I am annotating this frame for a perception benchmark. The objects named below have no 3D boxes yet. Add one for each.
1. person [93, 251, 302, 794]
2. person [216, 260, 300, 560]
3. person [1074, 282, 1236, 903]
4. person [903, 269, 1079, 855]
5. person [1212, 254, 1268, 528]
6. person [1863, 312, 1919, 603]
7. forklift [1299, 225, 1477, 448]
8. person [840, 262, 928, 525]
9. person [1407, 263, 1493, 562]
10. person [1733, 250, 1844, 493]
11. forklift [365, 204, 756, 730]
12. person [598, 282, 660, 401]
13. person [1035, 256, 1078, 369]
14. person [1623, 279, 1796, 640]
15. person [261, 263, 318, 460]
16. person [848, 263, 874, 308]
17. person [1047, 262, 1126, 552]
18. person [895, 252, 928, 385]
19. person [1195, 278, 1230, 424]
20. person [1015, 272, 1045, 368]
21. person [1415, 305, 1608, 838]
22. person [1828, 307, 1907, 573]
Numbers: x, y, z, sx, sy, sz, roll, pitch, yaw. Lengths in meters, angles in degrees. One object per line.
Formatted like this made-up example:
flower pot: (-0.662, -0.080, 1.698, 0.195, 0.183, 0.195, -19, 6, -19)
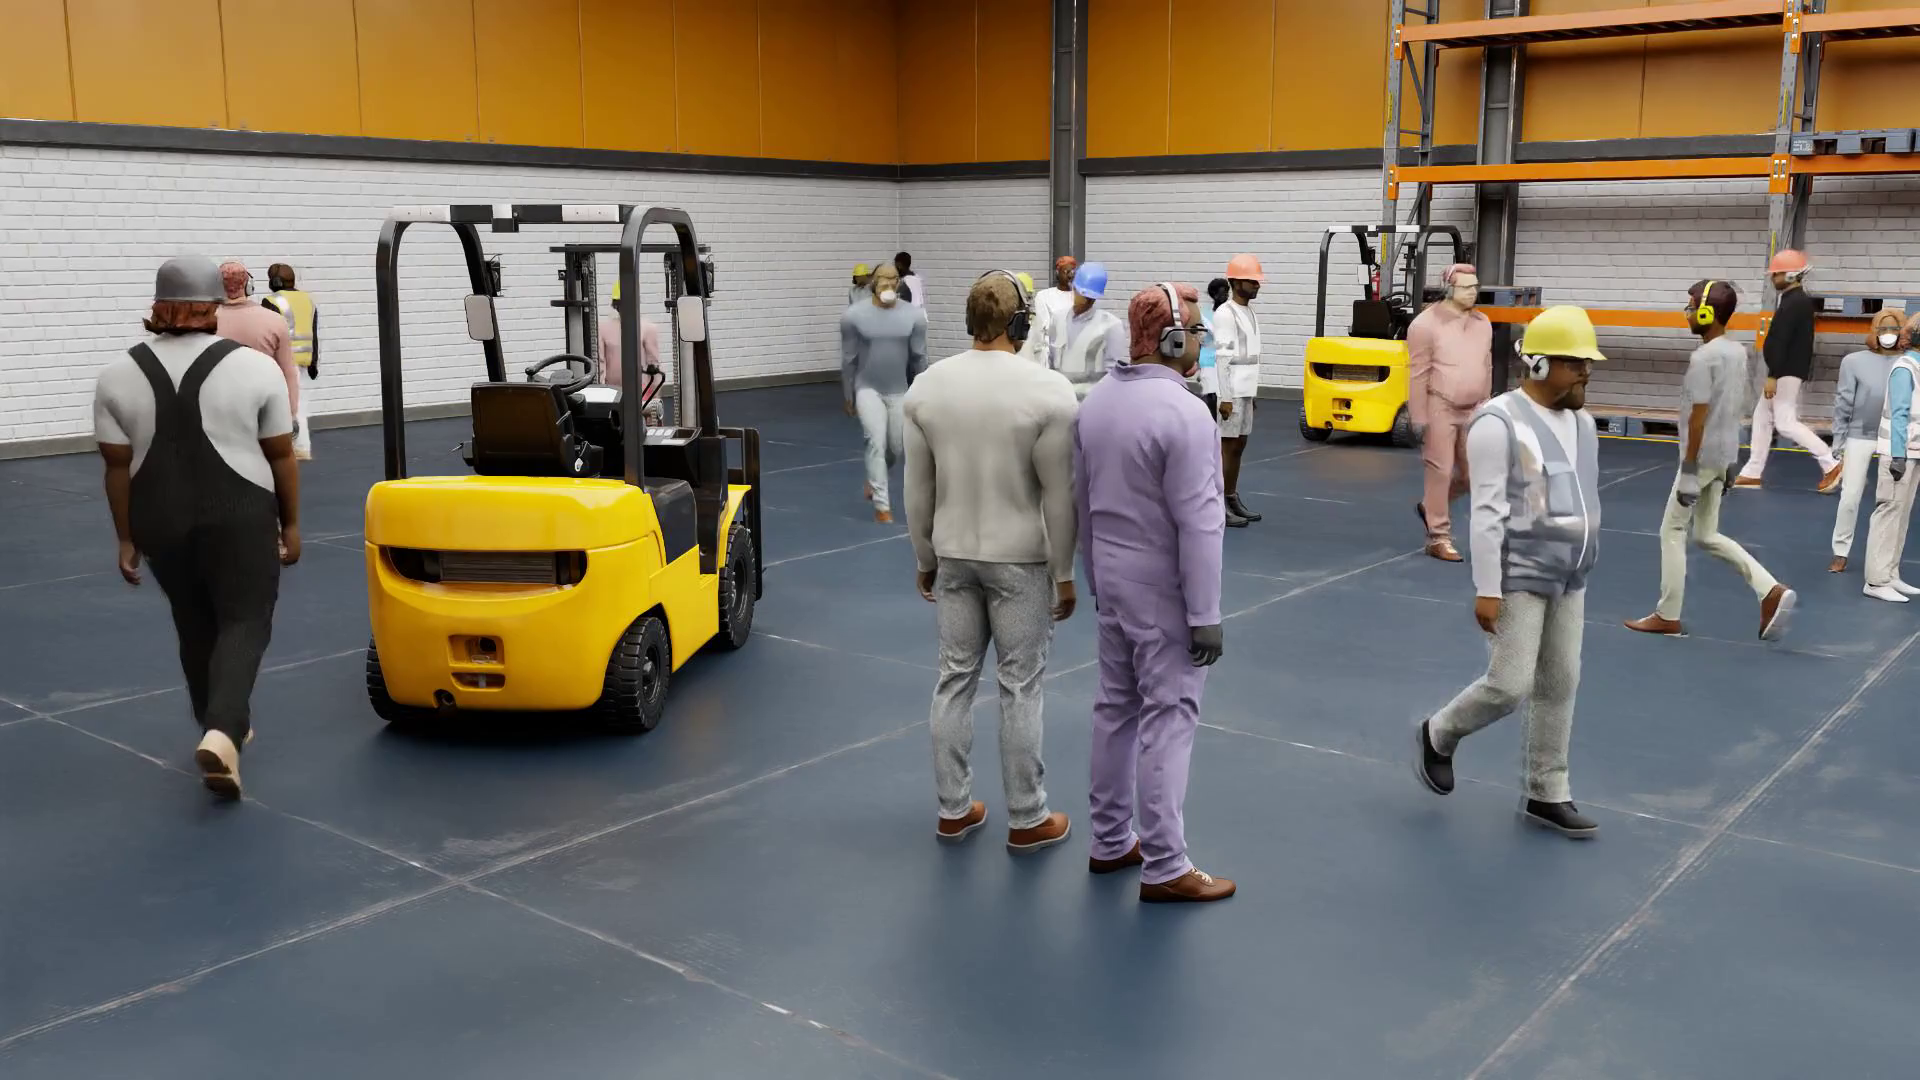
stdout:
person: (-2.835, -0.094, 6.219, 0.675, 2.000, 0.930, -1, 10, -5)
person: (-4.464, -0.783, 10.398, 0.643, 1.913, 0.411, -3, 11, -16)
person: (0.621, 0.163, 5.165, 0.409, 1.906, 0.652, -5, 11, -26)
person: (0.109, 0.079, 5.544, 0.630, 1.938, 0.369, 6, 12, 28)
person: (2.004, -1.065, 11.885, 0.362, 1.935, 0.553, 6, 12, 29)
person: (5.369, -0.474, 9.437, 0.314, 1.638, 0.520, 9, 14, 41)
forklift: (4.449, -2.115, 16.993, 1.214, 2.155, 2.313, 8, 13, 38)
person: (-0.575, -1.093, 12.203, 0.641, 1.898, 0.796, -2, 10, -13)
person: (3.118, -0.822, 10.676, 0.656, 1.894, 0.541, -4, 11, -22)
person: (6.705, -1.349, 13.386, 0.885, 1.960, 0.627, 6, 12, 30)
forklift: (-1.766, -0.406, 7.525, 1.214, 2.155, 2.313, 1, 10, 7)
person: (-2.645, -1.192, 13.185, 0.520, 1.720, 0.922, 1, 10, 6)
person: (0.974, -1.710, 15.617, 0.573, 1.883, 0.356, -3, 11, -18)
person: (3.813, -0.382, 8.370, 0.526, 1.844, 0.751, -9, 14, -41)
person: (-6.339, -1.649, 15.465, 0.637, 1.828, 0.636, 2, 10, 12)
person: (-1.306, -2.885, 22.539, 0.490, 1.720, 0.428, 7, 12, 35)
person: (0.781, -0.863, 10.882, 0.494, 1.896, 0.723, -10, 14, -43)
person: (-0.605, -2.723, 21.261, 0.380, 1.891, 0.665, 2, 10, 12)
person: (2.458, -1.683, 16.008, 0.532, 1.681, 0.611, -3, 11, -16)
person: (0.516, -1.458, 14.577, 0.551, 1.752, 0.365, -6, 12, -31)
person: (1.943, 0.103, 5.734, 0.606, 1.816, 0.605, -7, 12, -32)
person: (5.582, -0.594, 10.116, 0.507, 1.631, 0.266, 4, 11, 23)
